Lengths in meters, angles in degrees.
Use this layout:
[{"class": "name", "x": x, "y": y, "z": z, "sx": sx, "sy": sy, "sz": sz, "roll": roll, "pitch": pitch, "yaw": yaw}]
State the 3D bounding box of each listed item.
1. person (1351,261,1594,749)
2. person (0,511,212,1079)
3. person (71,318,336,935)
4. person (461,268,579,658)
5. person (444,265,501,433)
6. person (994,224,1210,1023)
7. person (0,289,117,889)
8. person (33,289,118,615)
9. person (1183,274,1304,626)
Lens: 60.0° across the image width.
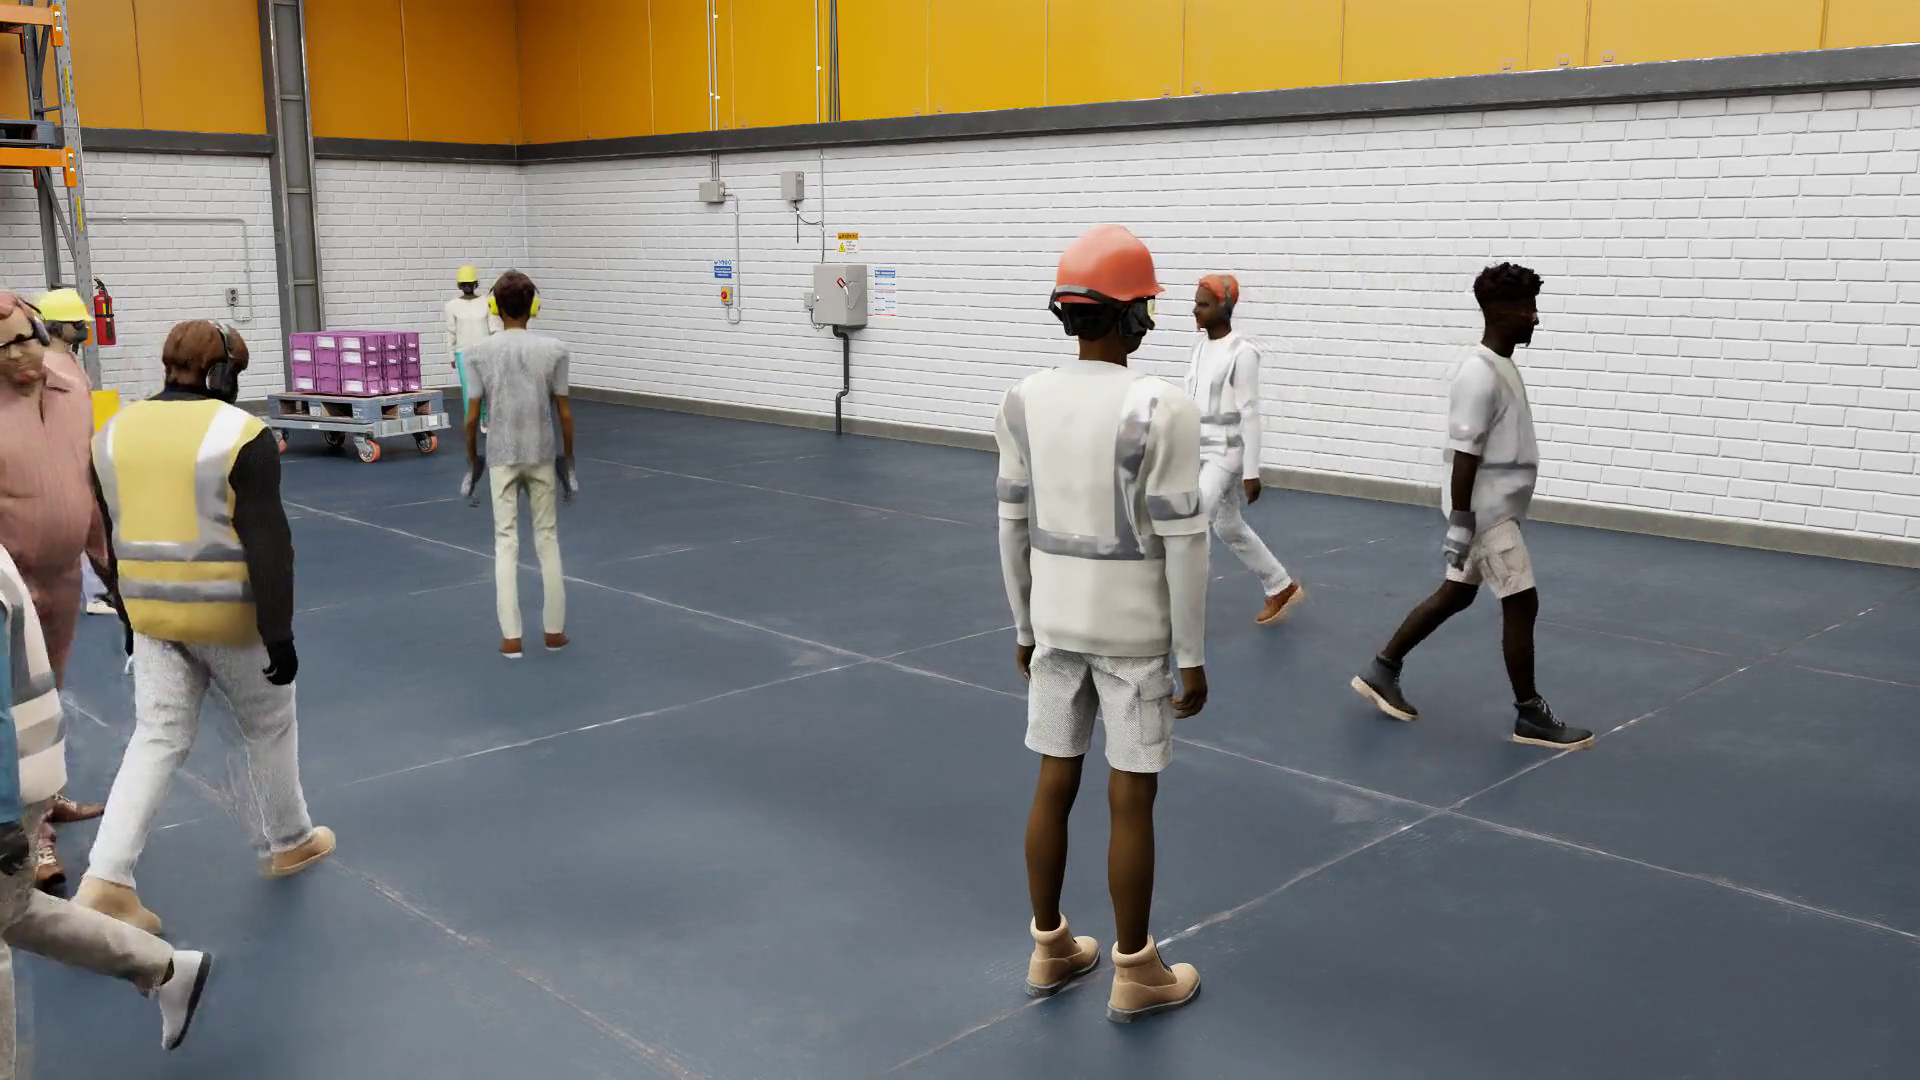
[{"class": "person", "x": 2.060, "y": -0.153, "z": 6.697, "sx": 0.974, "sy": 1.930, "sz": 0.612, "roll": 5, "pitch": 11, "yaw": 24}, {"class": "person", "x": -2.095, "y": 0.542, "z": 3.722, "sx": 0.611, "sy": 1.616, "sz": 0.521, "roll": -6, "pitch": 12, "yaw": -29}, {"class": "person", "x": -2.275, "y": 0.240, "z": 4.930, "sx": 0.645, "sy": 1.790, "sz": 0.943, "roll": 2, "pitch": 11, "yaw": 12}, {"class": "person", "x": -2.112, "y": -0.366, "z": 8.021, "sx": 0.530, "sy": 1.870, "sz": 0.343, "roll": -3, "pitch": 11, "yaw": -18}, {"class": "person", "x": -4.890, "y": -1.898, "z": 16.746, "sx": 0.529, "sy": 1.737, "sz": 0.848, "roll": -3, "pitch": 11, "yaw": -17}, {"class": "person", "x": 0.376, "y": 0.224, "z": 4.307, "sx": 0.608, "sy": 2.048, "sz": 0.365, "roll": 8, "pitch": 13, "yaw": 37}, {"class": "person", "x": -3.009, "y": 0.136, "z": 5.342, "sx": 0.725, "sy": 1.858, "sz": 0.718, "roll": 2, "pitch": 11, "yaw": 12}, {"class": "person", "x": -4.756, "y": -0.450, "z": 8.799, "sx": 0.584, "sy": 1.749, "sz": 0.533, "roll": -3, "pitch": 11, "yaw": -18}, {"class": "person", "x": 1.363, "y": -0.420, "z": 8.398, "sx": 0.967, "sy": 1.846, "sz": 0.584, "roll": -3, "pitch": 11, "yaw": -17}]
